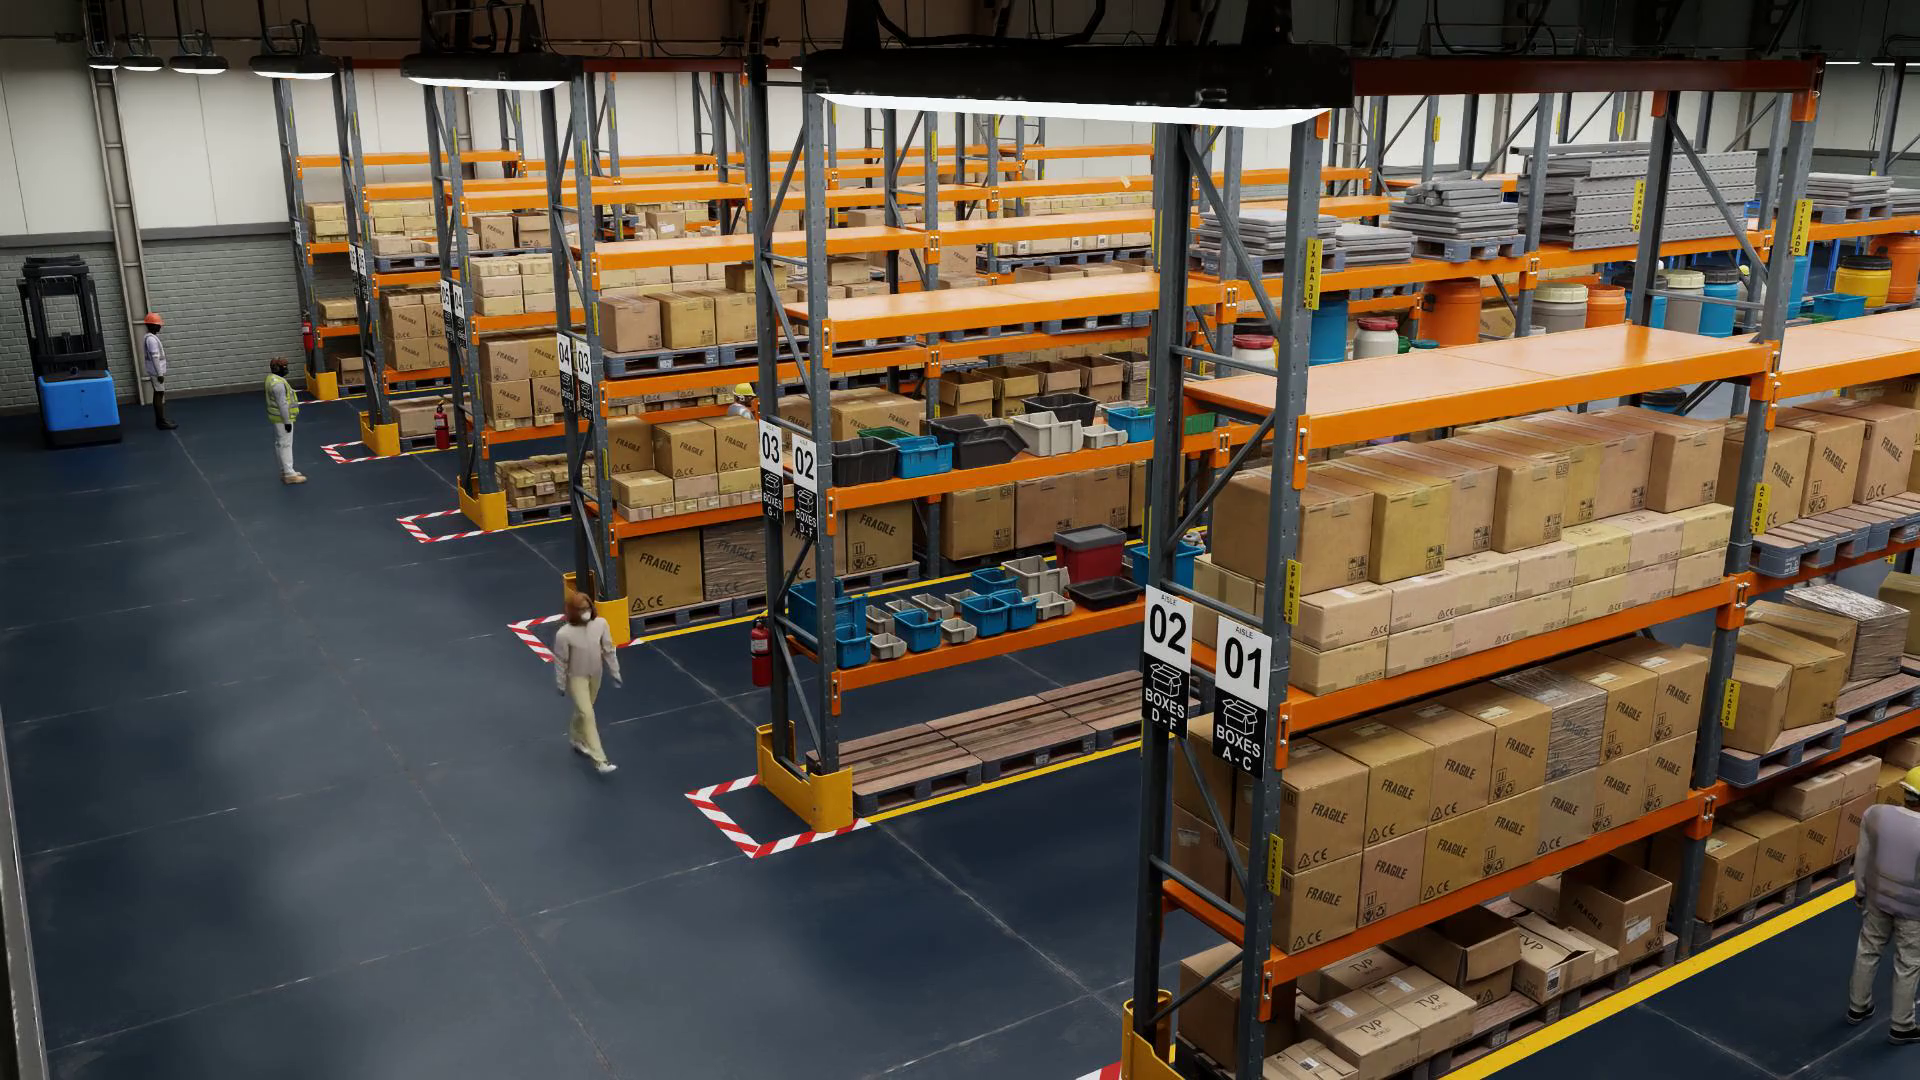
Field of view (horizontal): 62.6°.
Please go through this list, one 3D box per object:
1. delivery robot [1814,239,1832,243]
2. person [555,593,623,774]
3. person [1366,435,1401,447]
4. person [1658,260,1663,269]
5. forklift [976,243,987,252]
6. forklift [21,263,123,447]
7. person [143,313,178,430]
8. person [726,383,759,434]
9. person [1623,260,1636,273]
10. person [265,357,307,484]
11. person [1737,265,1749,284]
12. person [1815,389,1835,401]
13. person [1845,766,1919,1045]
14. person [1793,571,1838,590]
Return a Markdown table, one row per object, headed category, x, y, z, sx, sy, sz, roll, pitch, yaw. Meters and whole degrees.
| category | x | y | z | sx | sy | sz | roll | pitch | yaw |
| --- | --- | --- | --- | --- | --- | --- | --- | --- | --- |
| delivery robot | 28.589 | -10.070 | 52.396 | 0.477 | 0.478 | 0.707 | -11 | 20 | -31 |
| person | -3.245 | 1.213 | 13.746 | 0.890 | 1.585 | 0.506 | 15 | 23 | 41 |
| person | 5.747 | -1.354 | 21.391 | 0.386 | 2.045 | 0.605 | -10 | 20 | -29 |
| person | 15.843 | -5.791 | 36.210 | 0.357 | 1.883 | 0.573 | -10 | 20 | -29 |
| forklift | 0.988 | -5.474 | 34.718 | 1.214 | 2.155 | 2.313 | -10 | 20 | -31 |
| forklift | -14.518 | -3.079 | 25.708 | 1.129 | 2.768 | 1.873 | -10 | 20 | -31 |
| person | -13.431 | -2.837 | 26.445 | 0.376 | 1.931 | 0.542 | -10 | 20 | -29 |
| person | -2.916 | -1.229 | 21.351 | 0.404 | 1.826 | 0.587 | -10 | 20 | -29 |
| person | 17.325 | -7.158 | 40.640 | 0.394 | 1.915 | 0.587 | -10 | 20 | -29 |
| person | -9.881 | -1.763 | 23.083 | 0.430 | 1.840 | 0.619 | -10 | 20 | -29 |
| person | 15.992 | -4.688 | 32.517 | 0.378 | 1.928 | 0.585 | -10 | 20 | -29 |
| person | 14.836 | -2.948 | 26.793 | 0.374 | 1.941 | 0.627 | -10 | 20 | -29 |
| person | 5.917 | 2.262 | 9.904 | 0.404 | 1.826 | 0.587 | -10 | 20 | -29 |
| person | 8.876 | 0.372 | 16.423 | 0.282 | 1.634 | 0.498 | -10 | 20 | -29 |
